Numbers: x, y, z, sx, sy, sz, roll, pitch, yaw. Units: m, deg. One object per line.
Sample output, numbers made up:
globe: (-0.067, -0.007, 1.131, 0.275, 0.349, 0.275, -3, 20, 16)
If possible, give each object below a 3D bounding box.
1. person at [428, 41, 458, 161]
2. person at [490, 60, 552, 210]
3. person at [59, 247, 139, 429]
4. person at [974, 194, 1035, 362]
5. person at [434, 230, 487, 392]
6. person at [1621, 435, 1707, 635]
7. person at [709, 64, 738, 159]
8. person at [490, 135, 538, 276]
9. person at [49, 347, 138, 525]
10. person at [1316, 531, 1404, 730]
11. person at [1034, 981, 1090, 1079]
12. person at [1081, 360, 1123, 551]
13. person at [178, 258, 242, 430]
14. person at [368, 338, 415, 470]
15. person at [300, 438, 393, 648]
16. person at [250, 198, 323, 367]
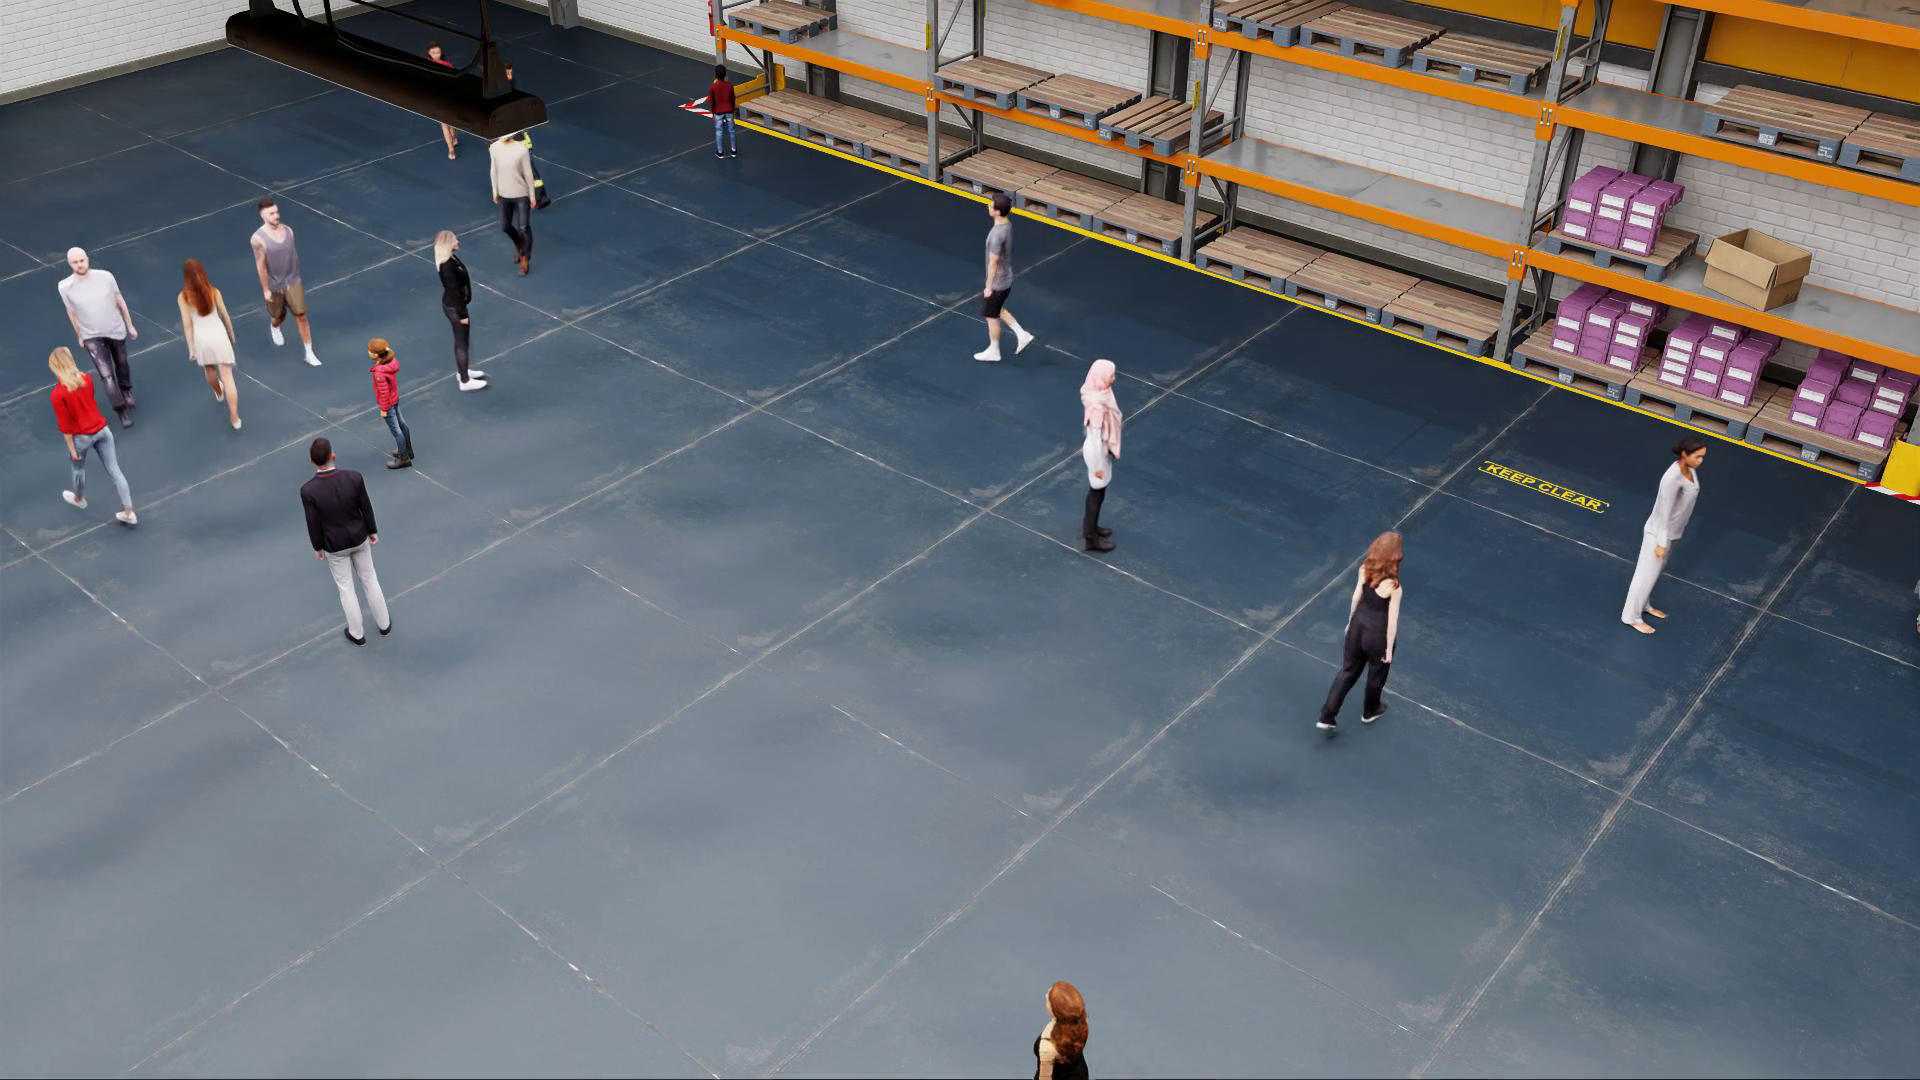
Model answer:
person: (-6.981, -6.014, 22.547, 0.811, 1.534, 1.023, -14, 36, -19)
person: (-5.699, -5.074, 20.832, 0.914, 1.867, 1.231, -26, 41, -33)
person: (-8.415, -2.048, 16.353, 0.908, 1.785, 1.272, -21, 39, -28)
person: (0.488, -2.679, 17.237, 0.989, 1.857, 0.868, 8, 34, 11)
person: (-5.127, -2.335, 16.878, 0.756, 1.682, 0.643, -11, 35, -16)
person: (5.689, -0.086, 13.442, 0.537, 1.740, 0.638, 23, 40, 30)
person: (-3.197, -5.798, 22.475, 0.574, 1.254, 0.609, -11, 35, -16)
person: (-5.142, -4.022, 19.258, 0.857, 1.858, 0.922, 3, 34, 4)
person: (-7.624, -0.874, 14.712, 1.141, 1.647, 0.798, 15, 37, 22)
person: (2.965, 0.710, 12.257, 0.772, 1.725, 0.930, -25, 41, -33)
person: (0.619, 2.986, 8.946, 0.975, 1.602, 0.568, 24, 41, 32)
person: (1.181, -0.729, 14.353, 0.782, 1.803, 0.742, 2, 34, 3)
person: (-7.276, -1.872, 16.207, 0.956, 1.653, 1.250, -14, 36, -20)
person: (-5.358, -1.305, 15.657, 0.653, 1.318, 0.598, -1, 34, -2)
person: (-4.880, 0.015, 13.200, 0.718, 1.840, 0.655, -19, 38, -27)
person: (-7.144, -2.721, 17.457, 0.742, 1.826, 1.136, -28, 42, -35)
